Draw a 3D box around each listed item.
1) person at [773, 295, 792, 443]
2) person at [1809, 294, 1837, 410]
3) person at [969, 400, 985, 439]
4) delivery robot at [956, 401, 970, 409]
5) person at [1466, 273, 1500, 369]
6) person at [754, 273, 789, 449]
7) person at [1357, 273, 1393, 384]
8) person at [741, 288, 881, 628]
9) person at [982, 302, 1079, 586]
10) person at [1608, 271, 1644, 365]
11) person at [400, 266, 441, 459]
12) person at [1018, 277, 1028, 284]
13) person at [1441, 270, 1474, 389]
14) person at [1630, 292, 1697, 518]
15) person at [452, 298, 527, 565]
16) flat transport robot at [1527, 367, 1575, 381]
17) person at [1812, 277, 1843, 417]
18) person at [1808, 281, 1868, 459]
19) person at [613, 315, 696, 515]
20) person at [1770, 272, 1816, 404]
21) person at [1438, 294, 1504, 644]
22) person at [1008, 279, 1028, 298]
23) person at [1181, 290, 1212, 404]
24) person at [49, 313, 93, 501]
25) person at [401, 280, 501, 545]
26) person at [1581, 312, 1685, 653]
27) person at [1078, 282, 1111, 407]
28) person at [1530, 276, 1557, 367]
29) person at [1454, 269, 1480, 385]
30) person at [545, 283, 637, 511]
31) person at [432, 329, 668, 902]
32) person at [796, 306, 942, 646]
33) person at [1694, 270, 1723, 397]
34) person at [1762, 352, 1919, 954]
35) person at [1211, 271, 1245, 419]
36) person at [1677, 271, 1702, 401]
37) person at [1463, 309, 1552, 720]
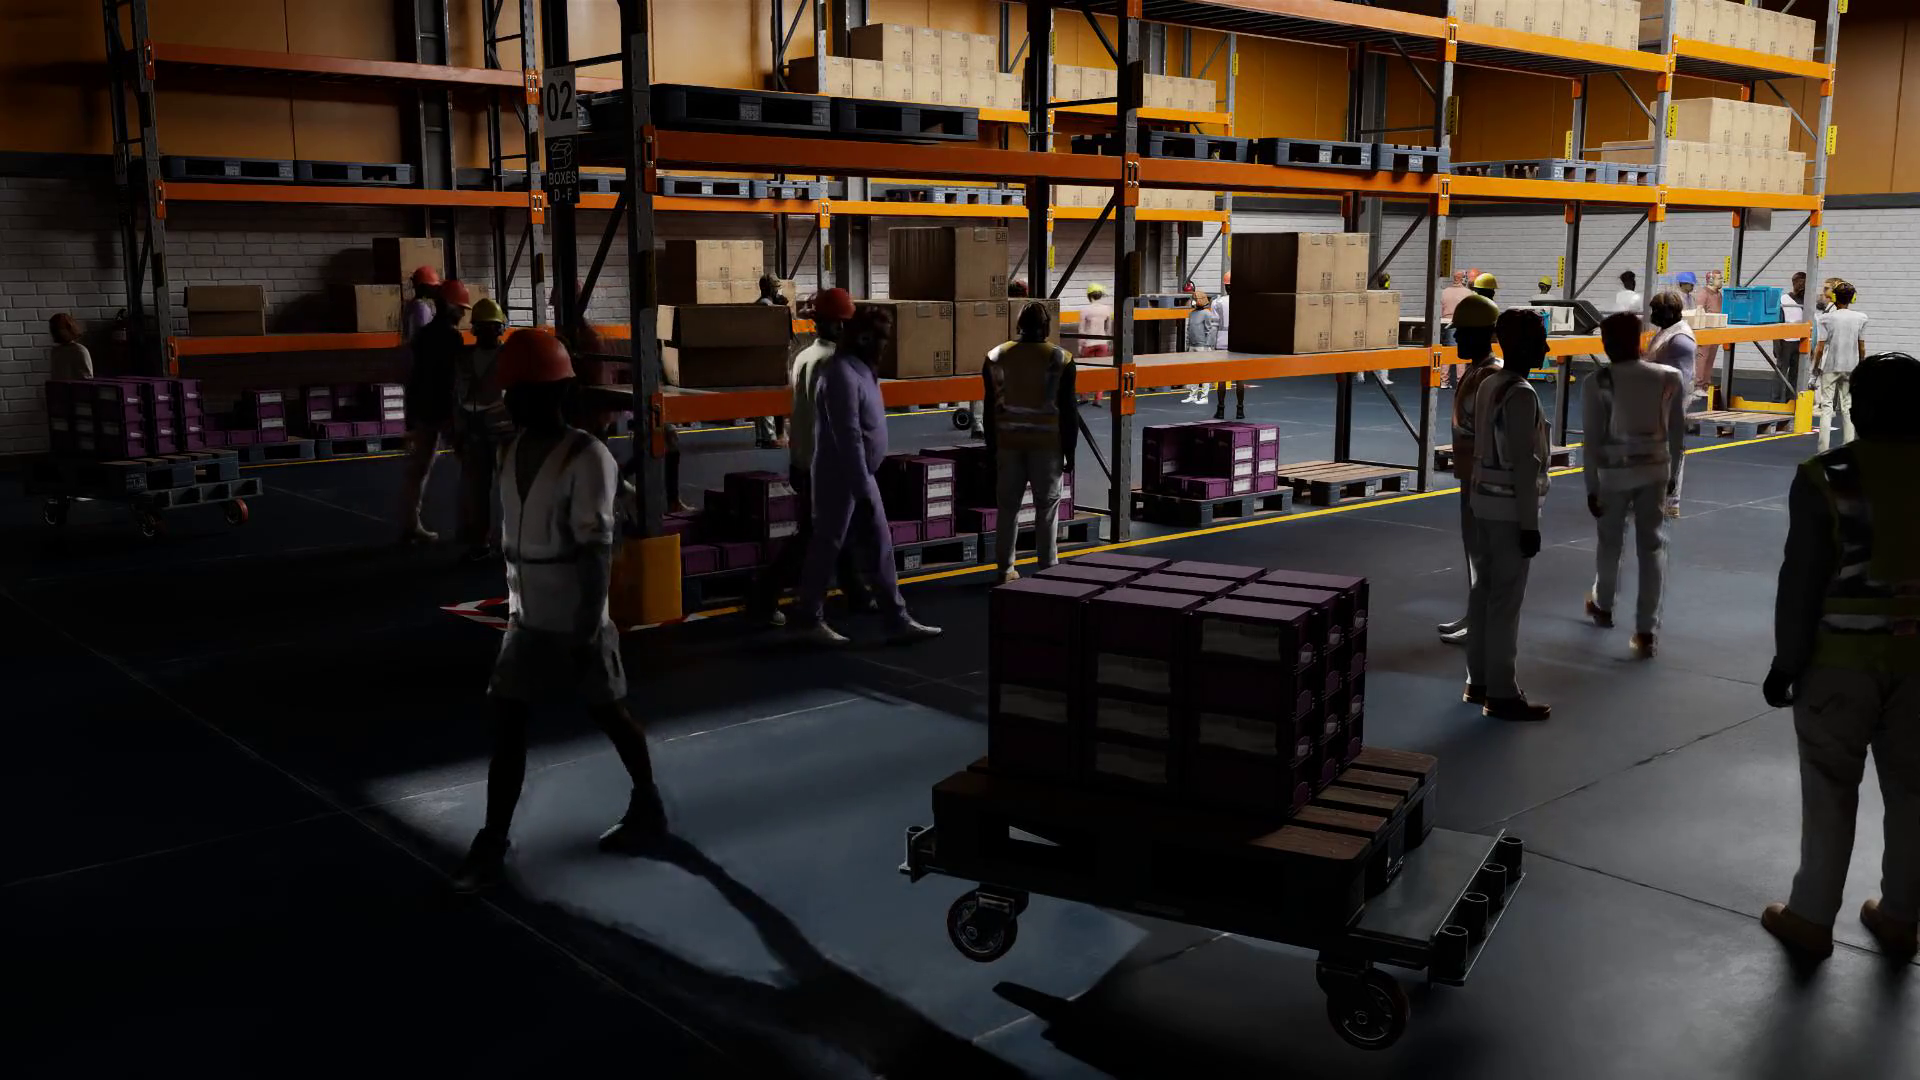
[{"bbox_3d":[-2.071,-1.919,18.790,0.317,1.691,0.540,-8,13,-41],"label":"person"},{"bbox_3d":[11.865,-2.573,22.868,0.574,1.602,0.309,-4,11,-23],"label":"person"},{"bbox_3d":[0.270,-2.096,19.422,0.403,1.833,0.586,2,10,12],"label":"person"},{"bbox_3d":[0.320,-1.677,20.430,0.707,0.478,0.477,2,10,14],"label":"delivery robot"},{"bbox_3d":[5.945,-2.072,19.004,0.367,1.927,0.587,-2,10,-14],"label":"person"},{"bbox_3d":[-2.119,-1.976,18.406,0.356,1.938,0.638,-3,10,-18],"label":"person"},{"bbox_3d":[6.892,-3.469,27.431,0.692,1.852,0.520,-7,12,-37],"label":"person"},{"bbox_3d":[-0.830,-0.454,9.493,0.956,1.957,0.656,-5,11,-28],"label":"person"},{"bbox_3d":[0.457,-0.601,10.670,0.629,1.837,0.429,3,10,16],"label":"person"},{"bbox_3d":[10.267,-3.161,25.490,1.027,1.892,0.644,-5,11,-26],"label":"person"},{"bbox_3d":[-5.584,-1.834,17.335,0.462,2.020,0.653,-6,11,-32],"label":"person"},{"bbox_3d":[0.594,-1.643,16.509,0.562,1.918,0.427,9,13,43],"label":"person"},{"bbox_3d":[7.927,-3.337,26.469,0.403,1.906,0.651,-8,13,-40],"label":"person"},{"bbox_3d":[5.724,-1.093,13.536,0.428,1.837,0.631,1,10,8],"label":"person"},{"bbox_3d":[-3.242,-0.743,11.484,0.593,1.837,0.404,2,10,14],"label":"person"},{"bbox_3d":[9.683,-2.827,28.263,1.431,0.197,0.652,3,10,17],"label":"flat transport robot"},{"bbox_3d":[11.505,-2.544,22.008,0.345,1.846,0.508,3,10,15],"label":"person"},{"bbox_3d":[8.969,-1.705,17.019,0.517,1.873,0.328,1,10,7],"label":"person"},{"bbox_3d":[-2.529,-0.985,13.398,0.756,1.663,0.532,-7,12,-36],"label":"person"},{"bbox_3d":[11.126,-2.621,22.248,0.597,1.915,0.370,-3,10,-15],"label":"person"},{"bbox_3d":[2.826,-0.380,9.143,0.394,1.919,0.581,1,10,8],"label":"person"},{"bbox_3d":[0.433,-1.370,14.916,0.746,1.924,0.637,-1,10,-8],"label":"person"},{"bbox_3d":[3.429,-2.775,23.980,0.281,1.633,0.500,-6,11,-32],"label":"person"},{"bbox_3d":[-7.735,-1.154,14.484,0.497,1.633,0.279,6,11,29],"label":"person"},{"bbox_3d":[-3.774,-0.935,12.287,0.846,1.933,0.747,-9,13,-44],"label":"person"},{"bbox_3d":[3.680,-0.339,9.166,0.596,1.817,1.023,1,10,7],"label":"person"},{"bbox_3d":[1.863,-2.753,23.510,0.541,1.755,0.482,-4,10,-22],"label":"person"},{"bbox_3d":[10.407,-3.816,29.687,0.525,1.769,0.312,10,14,44],"label":"person"},{"bbox_3d":[8.471,-3.499,27.414,0.608,1.909,0.614,-8,12,-37],"label":"person"},{"bbox_3d":[-2.664,-0.937,12.261,0.712,1.962,0.662,-5,11,-25],"label":"person"},{"bbox_3d":[-1.370,0.228,5.667,0.561,1.889,0.986,7,12,34],"label":"person"},{"bbox_3d":[-0.508,-0.318,8.937,0.893,1.851,0.664,2,10,10],"label":"person"},{"bbox_3d":[11.382,-3.128,25.231,0.651,1.913,0.409,-8,13,-40],"label":"person"},{"bbox_3d":[2.763,0.352,5.064,0.631,1.841,0.429,0,10,-3],"label":"person"},{"bbox_3d":[3.535,-2.542,21.711,0.547,1.942,0.350,0,10,3],"label":"person"},{"bbox_3d":[10.574,-3.020,24.603,0.624,1.921,0.848,-6,12,-33],"label":"person"},{"bbox_3d":[2.551,-0.120,7.706,0.355,1.882,0.576,0,10,-1],"label":"person"}]
